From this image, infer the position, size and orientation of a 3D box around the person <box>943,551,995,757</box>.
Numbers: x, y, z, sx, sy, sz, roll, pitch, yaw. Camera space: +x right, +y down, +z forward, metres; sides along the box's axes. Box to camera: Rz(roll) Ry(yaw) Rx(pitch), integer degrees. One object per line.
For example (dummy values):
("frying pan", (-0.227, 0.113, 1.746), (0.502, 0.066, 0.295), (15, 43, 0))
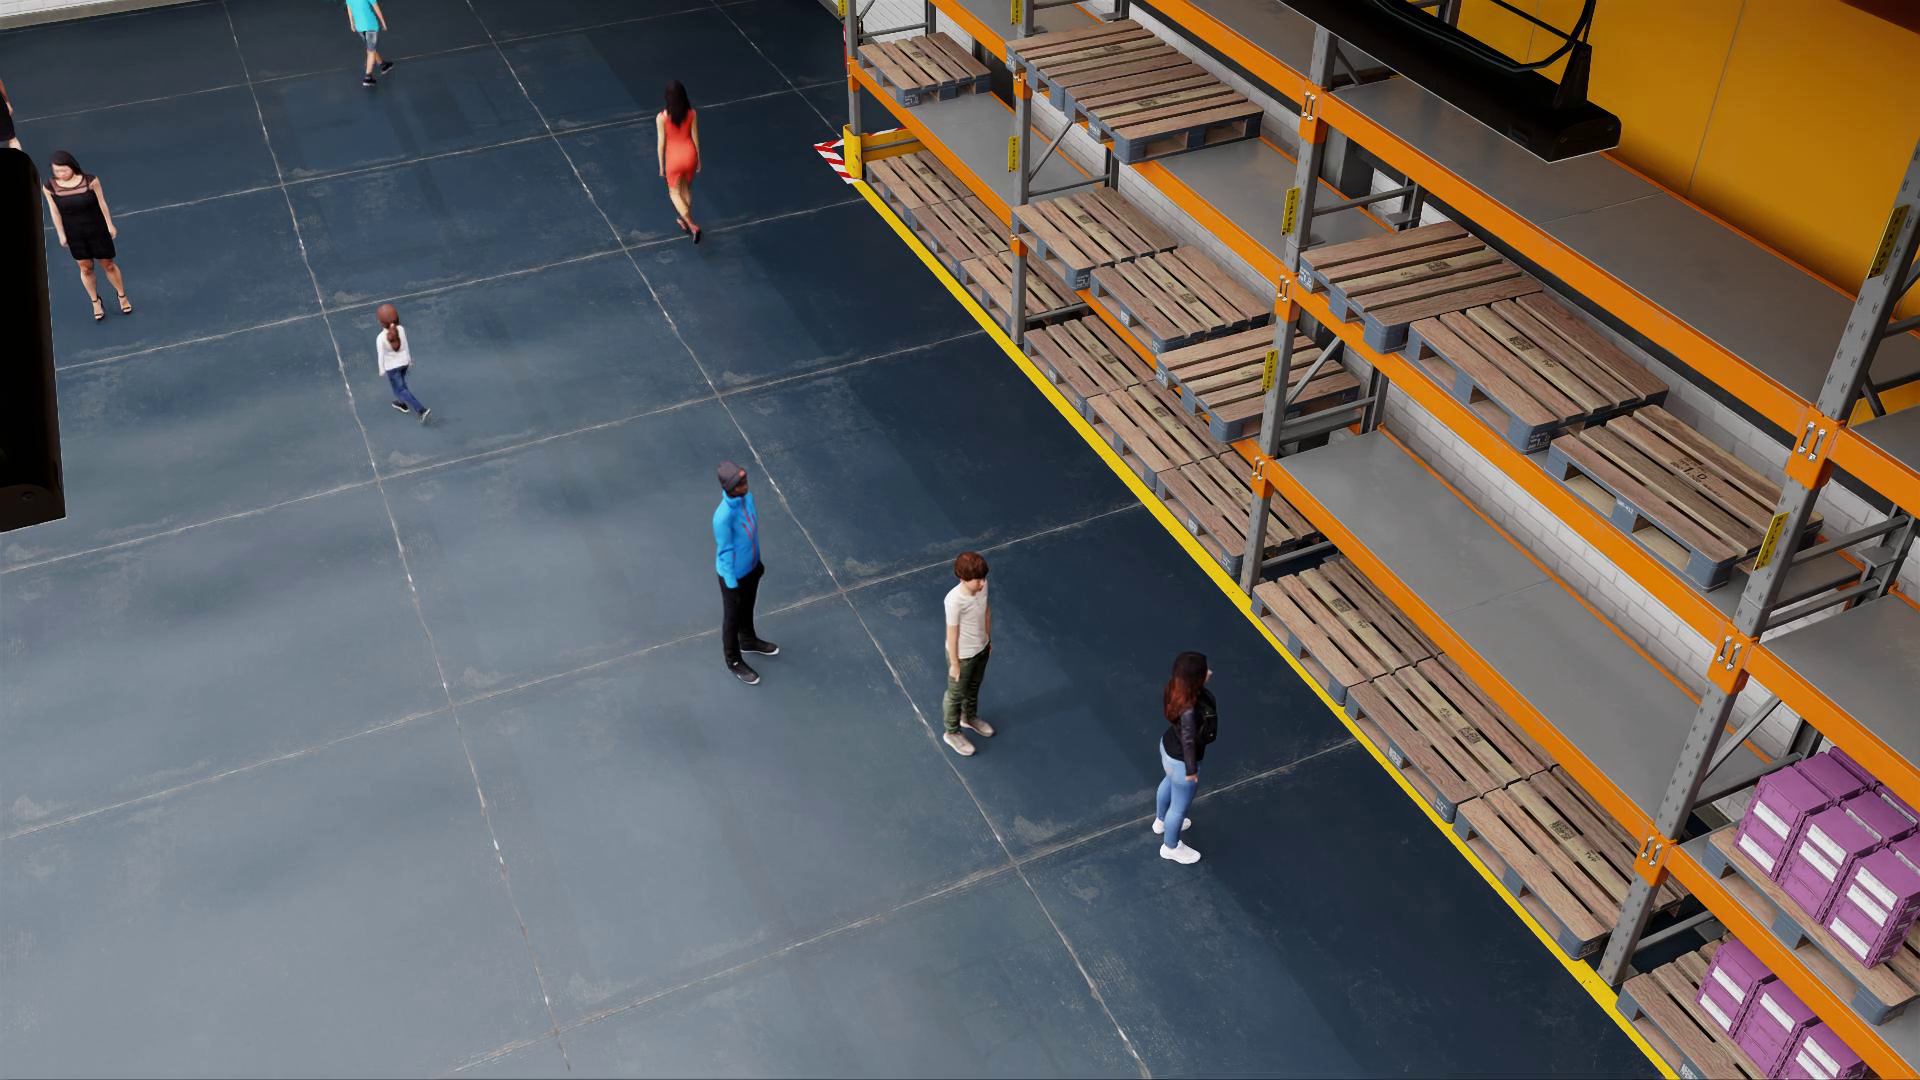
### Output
("person", (0.046, 0.728, 11.125), (0.658, 1.652, 0.640), (24, 45, 27))

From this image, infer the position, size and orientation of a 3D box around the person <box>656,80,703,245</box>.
("person", (-2.782, -3.765, 16.714), (0.626, 1.699, 0.990), (-19, 42, -22))

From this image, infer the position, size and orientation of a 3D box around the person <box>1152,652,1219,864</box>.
("person", (1.394, 1.327, 10.389), (0.770, 1.634, 0.627), (-2, 39, -3))

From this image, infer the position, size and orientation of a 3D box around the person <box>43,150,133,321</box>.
("person", (-8.183, -2.870, 15.584), (0.643, 1.711, 0.579), (-16, 41, -19))

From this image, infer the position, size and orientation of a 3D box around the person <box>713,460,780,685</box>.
("person", (-1.564, 0.189, 11.688), (0.752, 1.792, 0.698), (14, 41, 17))

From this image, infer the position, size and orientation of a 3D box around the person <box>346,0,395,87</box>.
("person", (-7.137, -6.141, 19.914), (0.928, 1.419, 1.015), (10, 40, 12))

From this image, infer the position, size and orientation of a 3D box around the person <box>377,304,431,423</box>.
("person", (-4.842, -1.513, 14.377), (0.795, 1.097, 0.685), (19, 42, 22))
